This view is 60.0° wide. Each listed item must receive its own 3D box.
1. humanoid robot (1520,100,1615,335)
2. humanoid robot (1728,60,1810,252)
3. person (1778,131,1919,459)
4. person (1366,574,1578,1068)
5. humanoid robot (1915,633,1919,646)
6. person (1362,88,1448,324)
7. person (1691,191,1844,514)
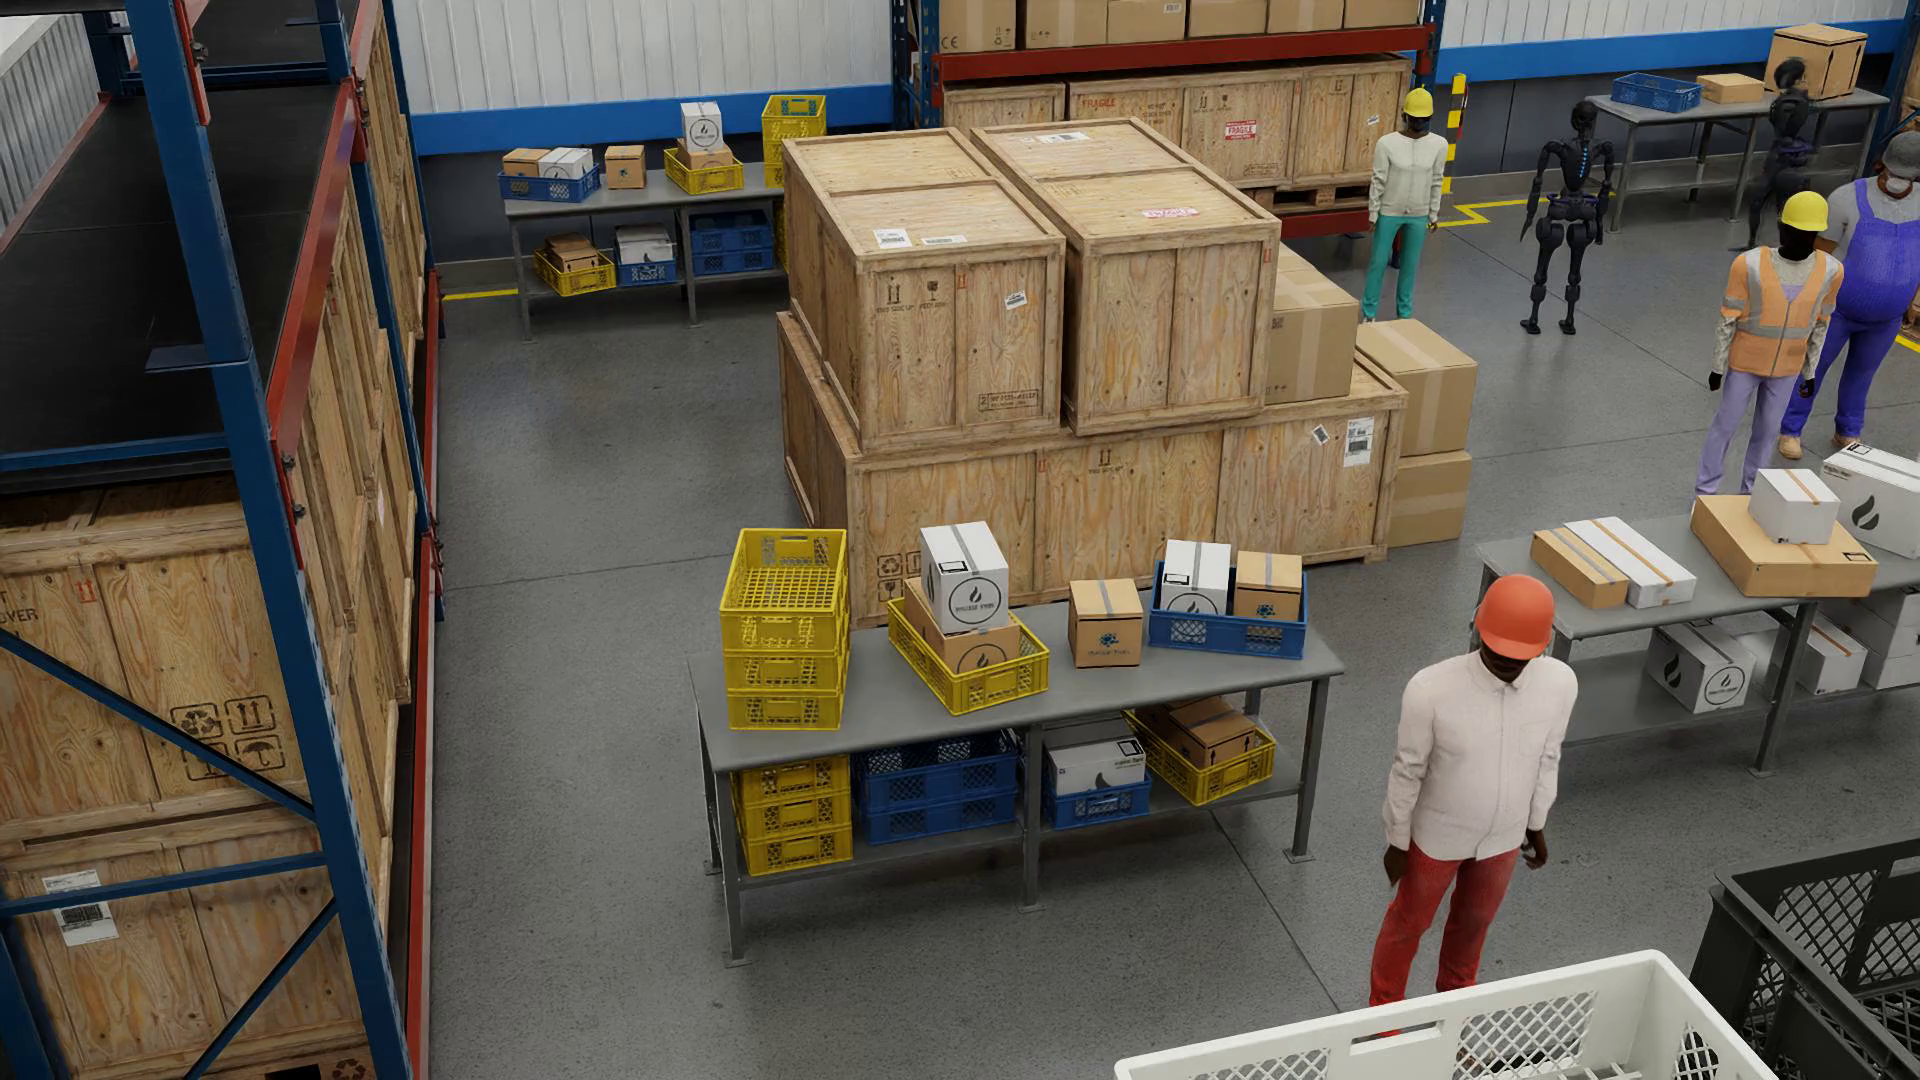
[{"bbox_3d":[4.298,-2.281,11.794,0.580,1.653,0.318,1,29,2],"label":"humanoid robot"},{"bbox_3d":[6.440,-2.934,13.012,0.576,1.620,0.551,8,30,14],"label":"humanoid robot"},{"bbox_3d":[5.381,-1.429,9.875,0.672,2.000,0.536,2,29,4],"label":"person"},{"bbox_3d":[1.707,0.973,5.566,0.610,1.991,0.388,-6,29,-10],"label":"person"},{"bbox_3d":[4.425,0.378,6.963,0.479,1.642,0.645,-17,33,-28],"label":"humanoid robot"},{"bbox_3d":[3.131,-2.300,11.738,0.524,1.768,0.307,-2,29,-3],"label":"person"},{"bbox_3d":[4.449,-0.982,9.177,0.586,1.930,0.361,3,29,6],"label":"person"}]
